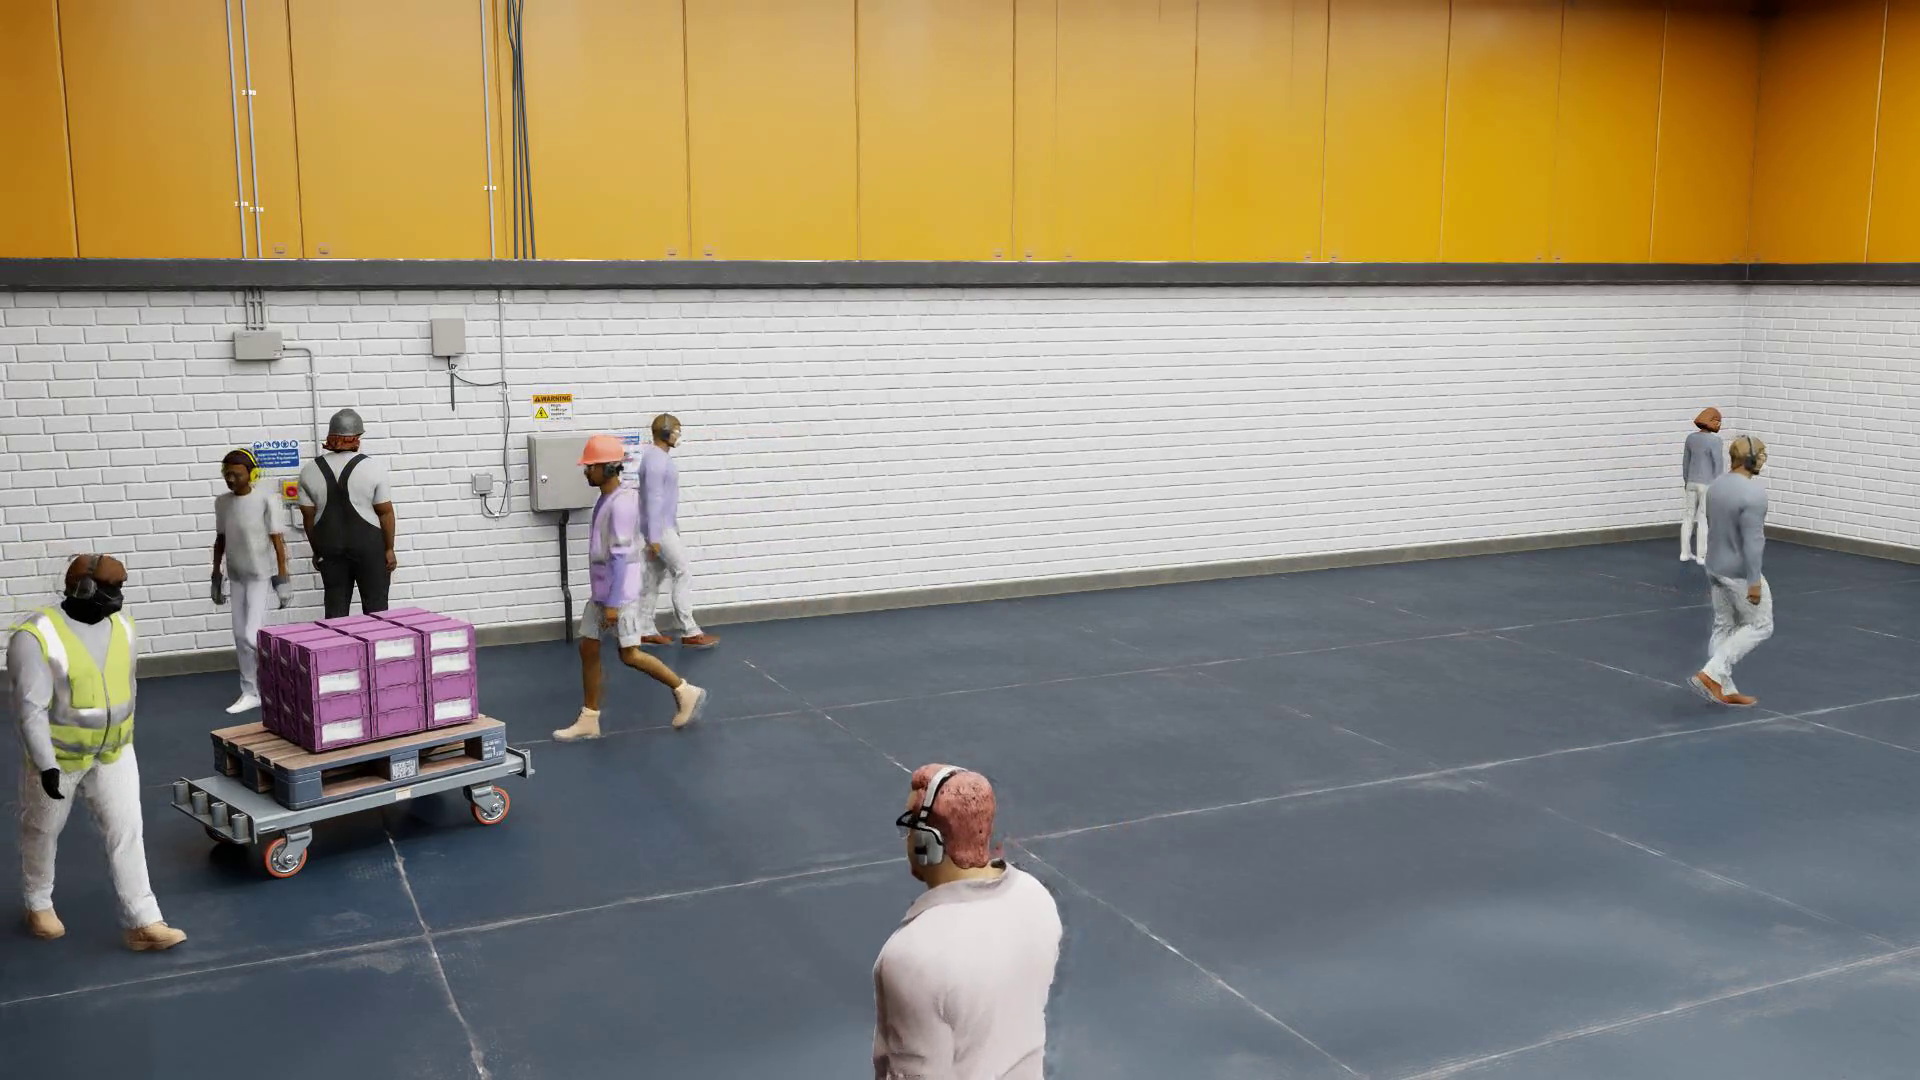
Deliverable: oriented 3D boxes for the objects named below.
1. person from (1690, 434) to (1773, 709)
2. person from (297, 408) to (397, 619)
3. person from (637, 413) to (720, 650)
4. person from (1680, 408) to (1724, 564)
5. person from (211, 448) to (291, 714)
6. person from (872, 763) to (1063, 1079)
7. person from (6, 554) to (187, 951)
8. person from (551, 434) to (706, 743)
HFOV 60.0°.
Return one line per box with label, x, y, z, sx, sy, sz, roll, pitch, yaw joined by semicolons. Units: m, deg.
person;5.346;0.235;11.450;0.443;1.929;0.649;-1;9;-3
person;-4.488;0.037;12.338;0.673;2.000;0.535;0;9;1
person;-2.261;-0.063;13.350;0.793;1.910;0.664;-1;9;-7
person;7.750;-0.566;17.341;0.287;1.632;0.503;-3;10;-18
person;-4.885;0.283;11.400;0.642;1.847;0.431;3;10;16
person;-0.048;1.454;4.125;0.999;1.851;0.675;7;12;37
person;-3.934;0.955;7.461;0.937;1.785;0.639;6;11;32
person;-2.162;0.308;10.767;0.931;2.013;0.611;-5;10;-28
